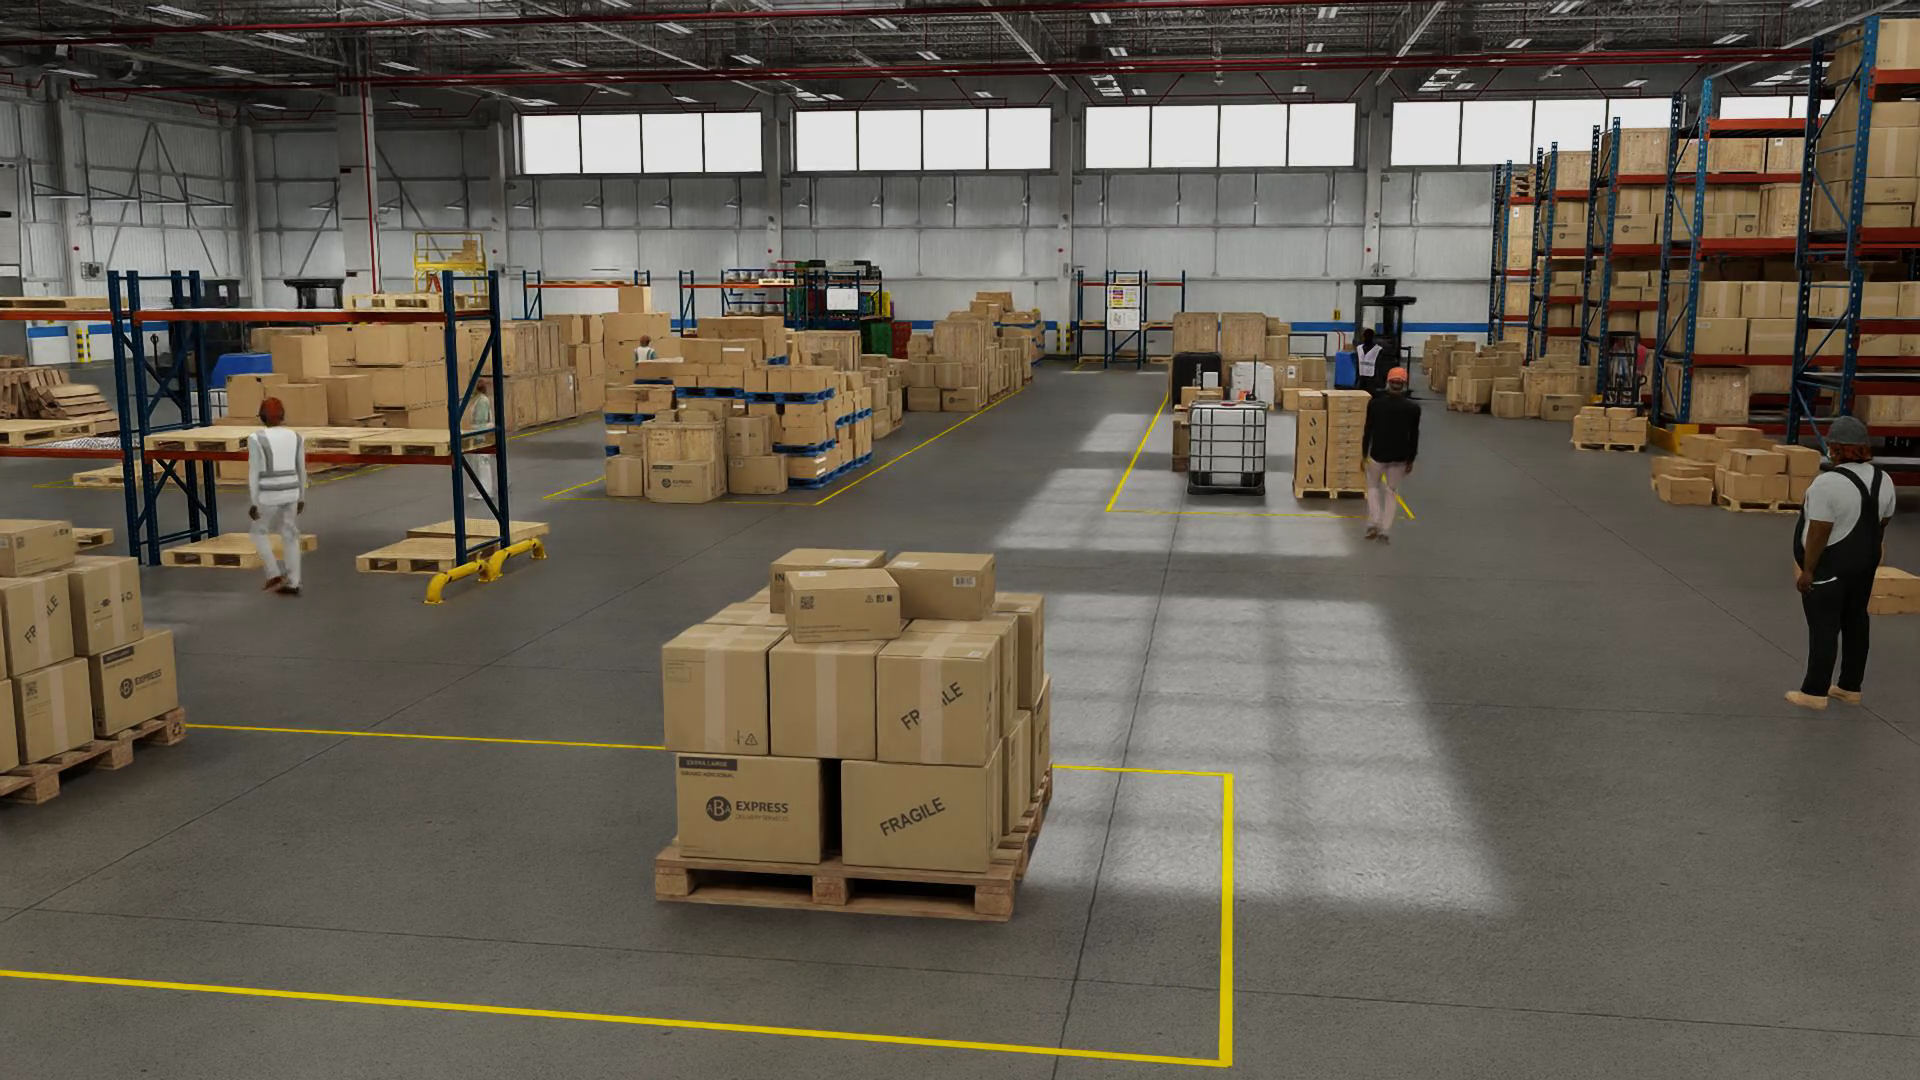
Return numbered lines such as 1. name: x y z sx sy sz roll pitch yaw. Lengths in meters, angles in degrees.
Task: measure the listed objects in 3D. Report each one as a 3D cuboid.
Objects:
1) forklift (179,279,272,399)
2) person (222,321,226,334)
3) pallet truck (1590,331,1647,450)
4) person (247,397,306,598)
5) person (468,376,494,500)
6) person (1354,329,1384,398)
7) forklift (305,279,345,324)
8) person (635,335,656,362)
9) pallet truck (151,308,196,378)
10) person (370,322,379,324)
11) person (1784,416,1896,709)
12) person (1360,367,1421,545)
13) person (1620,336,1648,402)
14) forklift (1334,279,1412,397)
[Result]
1. forklift: -17.026 -4.653 38.612 1.873 2.768 1.129 2 9 11
2. person: -17.523 -4.371 39.899 0.628 1.904 0.991 1 9 8
3. pallet truck: 11.253 -2.573 28.499 0.823 1.965 1.885 5 10 27
4. person: -6.342 -0.389 15.411 0.501 1.867 0.622 7 11 35
5. person: -6.357 -1.356 22.094 0.310 1.637 0.521 -5 10 -28
6. person: 7.972 -3.163 32.425 0.387 1.910 0.592 -7 12 -38
7. forklift: -16.107 -5.258 42.345 1.129 2.768 1.873 1 9 6
8. person: -6.793 -3.598 35.945 0.521 1.634 0.309 3 10 20
9. pallet truck: -21.869 -5.598 47.154 0.823 1.965 1.885 4 10 26
10. person: -13.039 -3.931 37.124 0.561 1.909 0.731 -2 9 -10
11. person: 6.069 0.150 11.570 0.683 2.000 0.538 -4 10 -22
12. person: 4.774 -0.938 18.504 0.631 1.962 0.568 1 9 8
13. person: 13.063 -3.124 32.368 0.625 1.847 0.429 -6 11 -31
14. forklift: 9.736 -4.753 39.226 1.129 2.768 1.873 -2 9 -14
